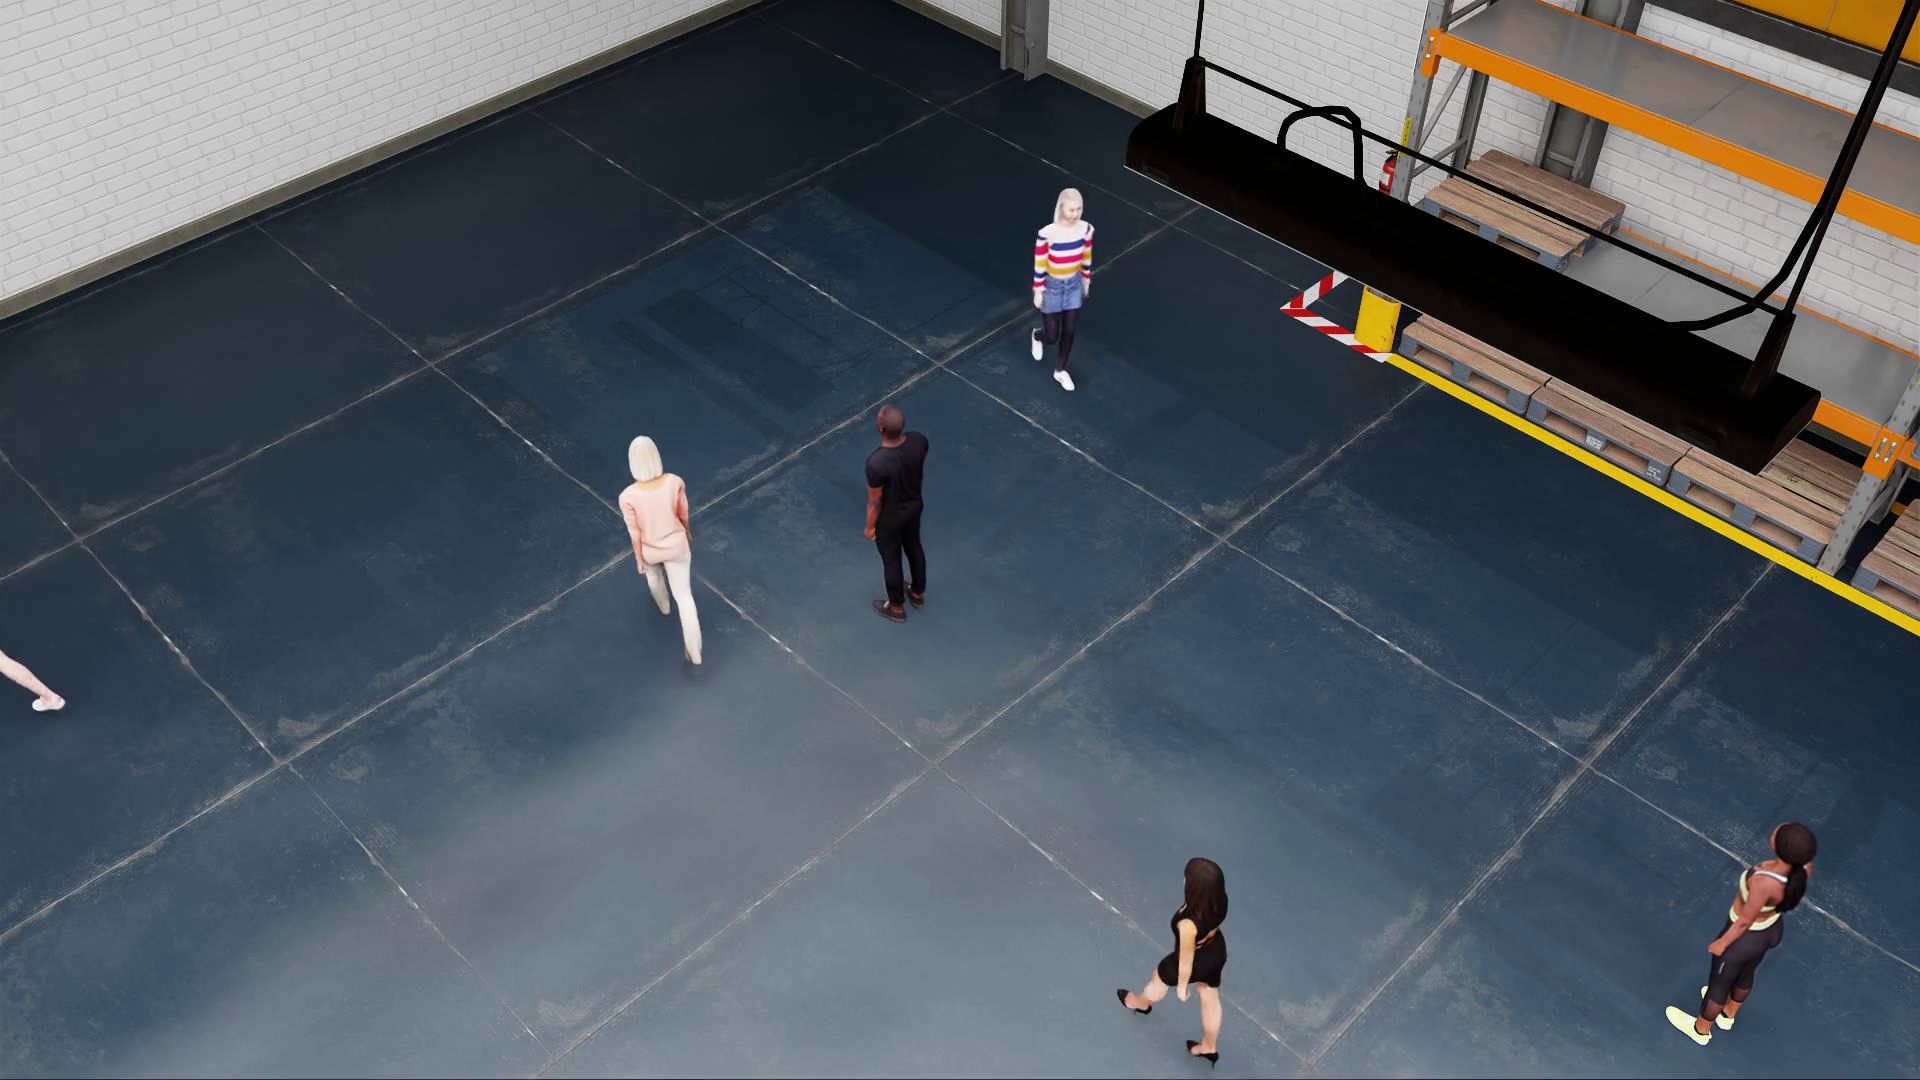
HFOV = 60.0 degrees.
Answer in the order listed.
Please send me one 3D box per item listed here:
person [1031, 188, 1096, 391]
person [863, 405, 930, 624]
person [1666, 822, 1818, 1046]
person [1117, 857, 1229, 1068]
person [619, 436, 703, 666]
[{"bbox_3d":[0.765,-2.021,13.147,0.839,1.795,0.943,-15,46,-15],"label":"person"},{"bbox_3d":[-0.419,-0.178,11.196,0.663,1.818,0.551,-33,52,-29],"label":"person"},{"bbox_3d":[4.204,2.103,8.849,0.622,1.753,0.599,-20,47,-20],"label":"person"},{"bbox_3d":[1.315,2.273,8.768,0.548,1.619,0.887,-34,53,-30],"label":"person"},{"bbox_3d":[-1.944,0.104,10.998,0.896,1.683,1.215,-16,46,-16],"label":"person"}]
